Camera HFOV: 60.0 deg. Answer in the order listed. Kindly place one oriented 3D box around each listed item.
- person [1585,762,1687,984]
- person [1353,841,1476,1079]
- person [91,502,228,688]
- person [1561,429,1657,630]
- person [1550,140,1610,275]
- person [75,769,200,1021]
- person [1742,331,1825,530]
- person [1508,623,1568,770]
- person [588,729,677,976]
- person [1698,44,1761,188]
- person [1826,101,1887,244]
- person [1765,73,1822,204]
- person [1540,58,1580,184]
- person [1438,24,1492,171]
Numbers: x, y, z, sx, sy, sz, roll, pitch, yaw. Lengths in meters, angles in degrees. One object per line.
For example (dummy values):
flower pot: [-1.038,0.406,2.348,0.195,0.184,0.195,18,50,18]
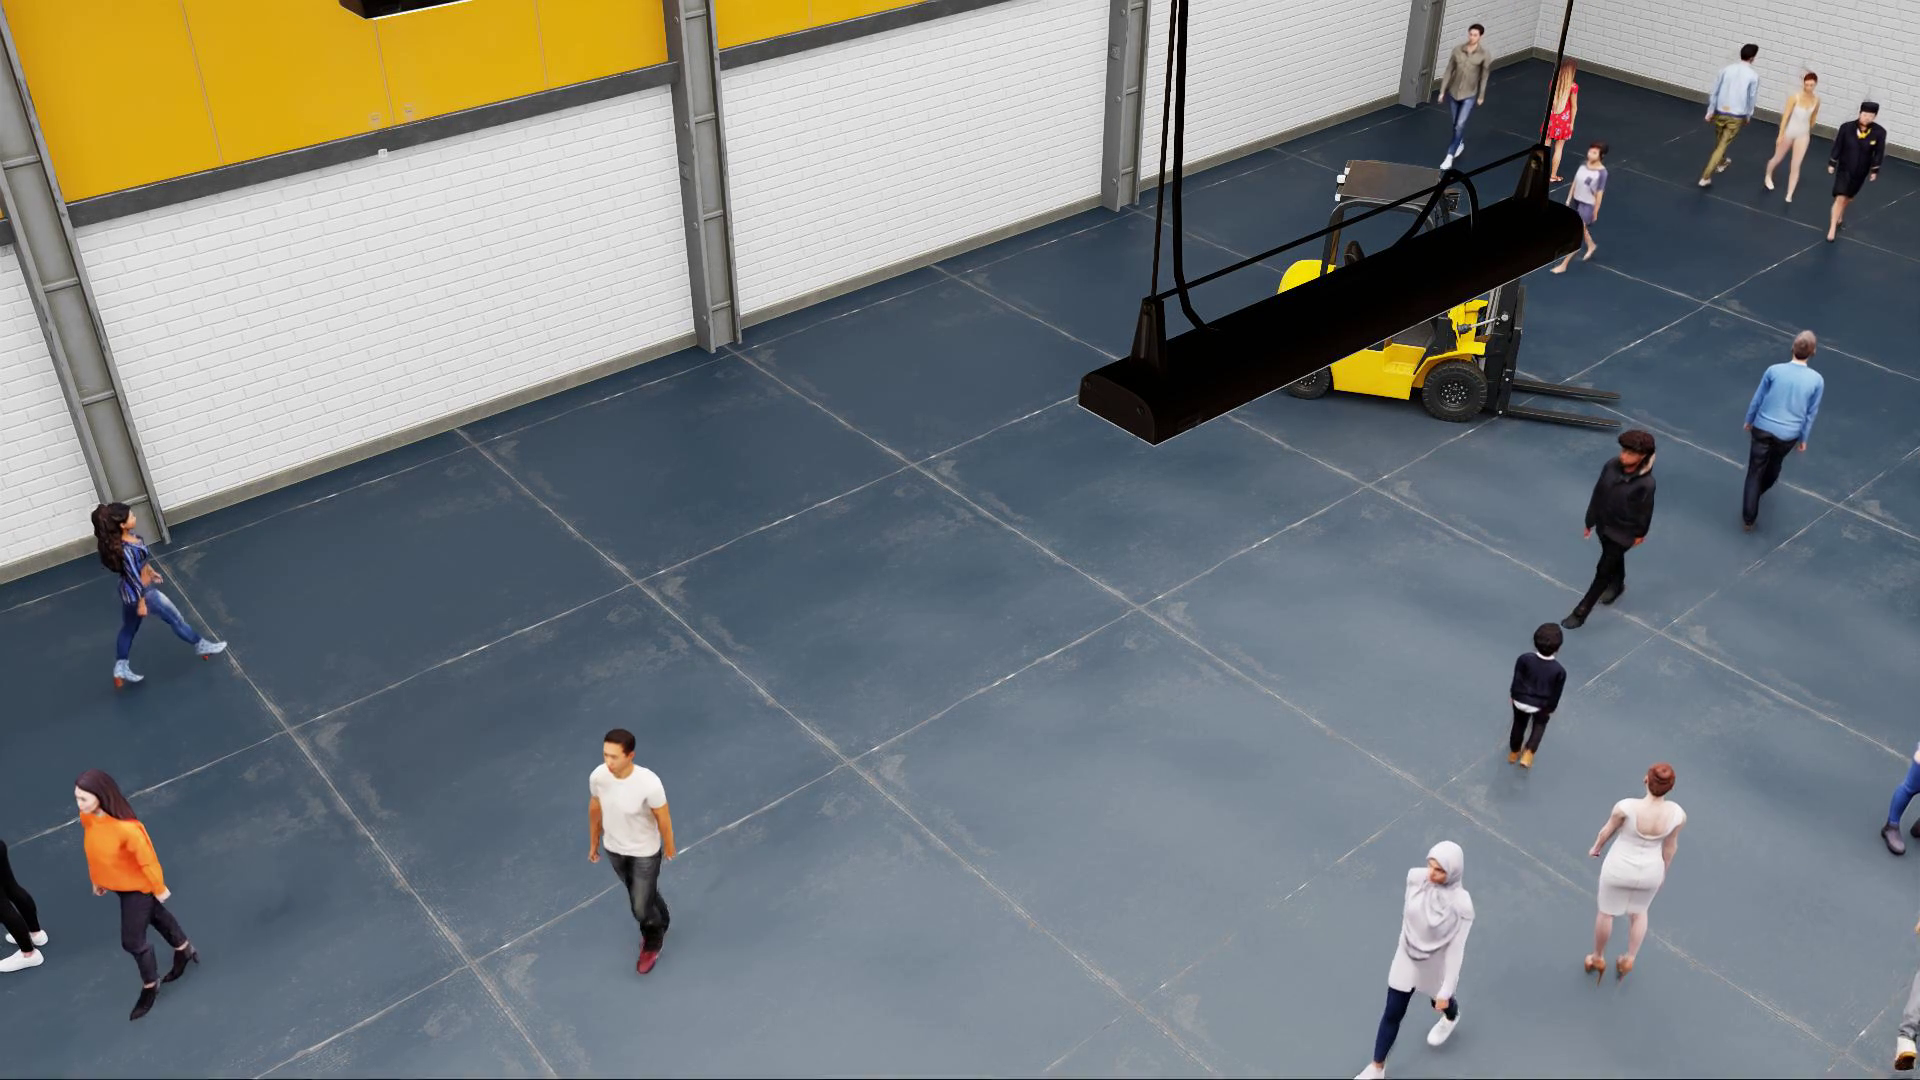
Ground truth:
person: [4.011,2.024,9.972,0.682,1.791,0.728,6,34,9]
person: [2.730,2.384,9.476,1.114,1.740,0.643,-24,41,-32]
person: [-6.276,0.439,12.558,1.060,1.567,0.631,-23,40,-31]
person: [5.290,-0.141,13.282,1.134,1.732,0.690,-22,40,-30]
person: [7.179,-3.835,19.013,1.041,1.540,0.753,-13,36,-18]
person: [-4.913,2.018,10.039,0.765,1.727,0.879,19,38,26]
person: [7.073,-0.920,14.423,0.992,1.768,1.245,14,36,21]
person: [4.074,1.138,11.824,0.622,1.217,0.702,15,37,22]
person: [-1.959,1.830,10.267,0.794,1.787,0.844,13,36,19]
person: [9.711,-5.328,21.059,1.166,1.762,0.717,-28,43,-35]
person: [10.639,-4.415,19.801,0.985,1.634,1.185,15,37,22]
person: [10.423,-5.078,20.827,1.006,1.602,1.135,4,34,5]
person: [7.654,-5.375,21.282,0.541,1.593,0.569,-27,42,-34]
person: [6.607,-5.835,21.765,0.900,1.824,1.248,21,39,29]
